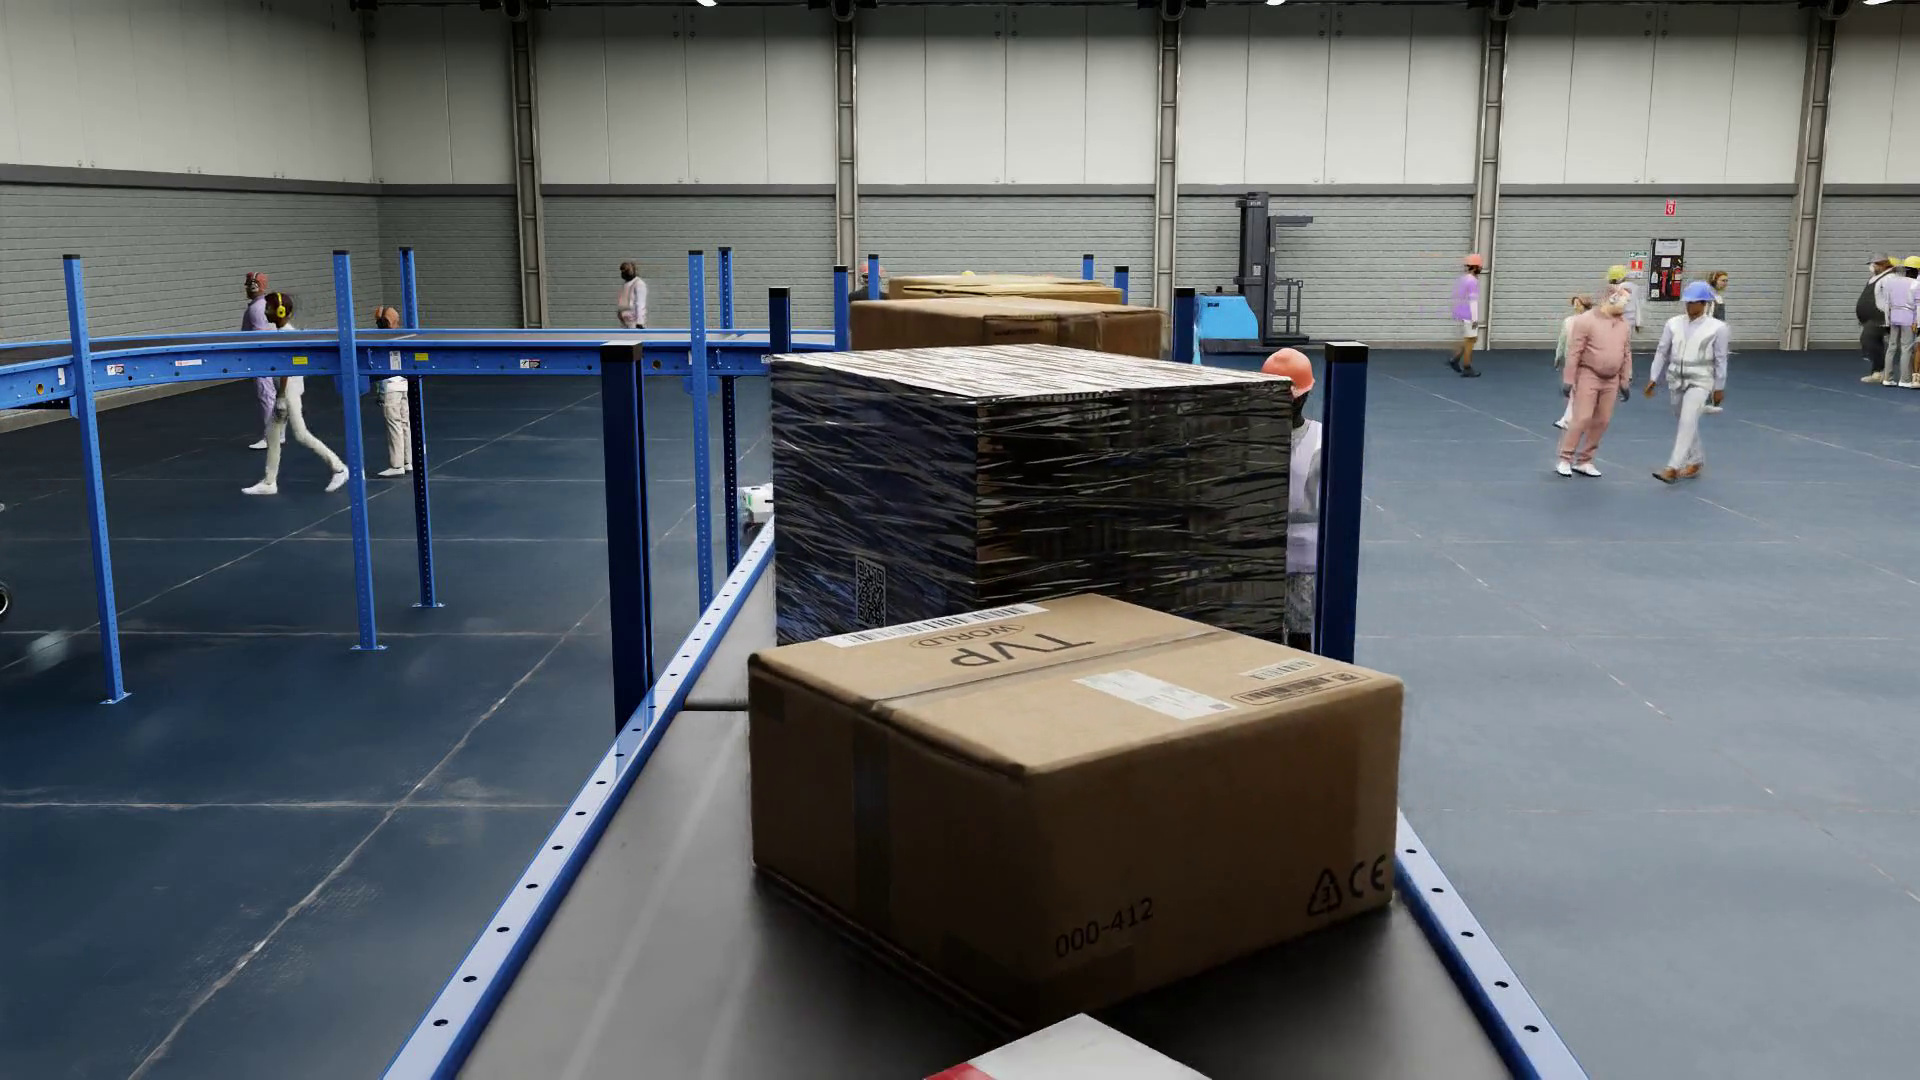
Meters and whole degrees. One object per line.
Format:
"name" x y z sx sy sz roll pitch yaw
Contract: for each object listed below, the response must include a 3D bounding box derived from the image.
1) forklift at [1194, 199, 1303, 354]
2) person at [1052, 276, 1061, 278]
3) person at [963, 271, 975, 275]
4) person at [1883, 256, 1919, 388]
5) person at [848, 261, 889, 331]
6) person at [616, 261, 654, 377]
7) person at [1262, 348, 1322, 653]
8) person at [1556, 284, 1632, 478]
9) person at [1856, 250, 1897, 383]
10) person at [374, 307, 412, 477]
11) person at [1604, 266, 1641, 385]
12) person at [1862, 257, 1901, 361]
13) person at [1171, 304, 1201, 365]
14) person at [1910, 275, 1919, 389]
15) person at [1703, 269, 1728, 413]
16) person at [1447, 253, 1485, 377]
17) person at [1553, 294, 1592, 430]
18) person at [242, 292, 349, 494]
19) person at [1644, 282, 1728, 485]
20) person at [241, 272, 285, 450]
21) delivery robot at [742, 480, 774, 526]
"forklift" 5.313 -4.851 30.603 1.873 2.768 1.129 0 11 1
"person" 0.978 -1.698 16.807 0.912 1.897 0.568 6 12 27
"person" 0.125 -2.791 22.777 0.522 1.768 0.312 -10 15 -42
"person" 13.947 -3.217 24.550 0.386 1.926 0.591 -5 12 -23
"person" -1.069 -2.249 19.405 0.639 1.992 0.392 -3 12 -17
"person" -4.988 -3.341 25.438 0.630 1.829 0.641 -10 15 -41
"person" 1.447 0.097 7.520 0.543 1.928 0.371 5 12 23
"person" 6.176 -1.538 16.095 0.713 1.865 0.426 -4 12 -19
"person" 13.888 -3.387 25.239 0.540 2.000 0.694 3 11 14
"person" -5.518 -1.443 16.173 0.307 1.641 0.513 1 11 3
"person" 9.889 -3.220 24.952 0.658 1.773 0.503 -8 14 -37
"person" 16.271 -4.031 29.044 0.700 1.812 0.599 6 12 28
"person" 2.457 -1.826 18.118 0.857 1.652 0.540 -2 11 -11
"person" 14.230 -3.218 24.273 0.606 2.038 0.382 3 11 14
"person" 9.625 -2.544 21.324 0.416 1.836 0.534 11 15 44
"person" 8.018 -3.527 26.139 0.423 1.928 0.563 0 11 1
"person" 7.313 -2.107 19.716 0.872 1.589 0.544 -7 13 -32
"person" -6.066 -1.332 15.121 0.905 1.839 0.521 -5 12 -24
"person" 6.893 -1.486 15.757 1.026 1.895 0.622 -8 14 -35
"person" -7.591 -1.950 18.092 0.410 1.909 0.643 -1 11 -6
"delivery robot" -1.341 -0.309 13.011 0.707 0.478 0.477 -3 11 -14
